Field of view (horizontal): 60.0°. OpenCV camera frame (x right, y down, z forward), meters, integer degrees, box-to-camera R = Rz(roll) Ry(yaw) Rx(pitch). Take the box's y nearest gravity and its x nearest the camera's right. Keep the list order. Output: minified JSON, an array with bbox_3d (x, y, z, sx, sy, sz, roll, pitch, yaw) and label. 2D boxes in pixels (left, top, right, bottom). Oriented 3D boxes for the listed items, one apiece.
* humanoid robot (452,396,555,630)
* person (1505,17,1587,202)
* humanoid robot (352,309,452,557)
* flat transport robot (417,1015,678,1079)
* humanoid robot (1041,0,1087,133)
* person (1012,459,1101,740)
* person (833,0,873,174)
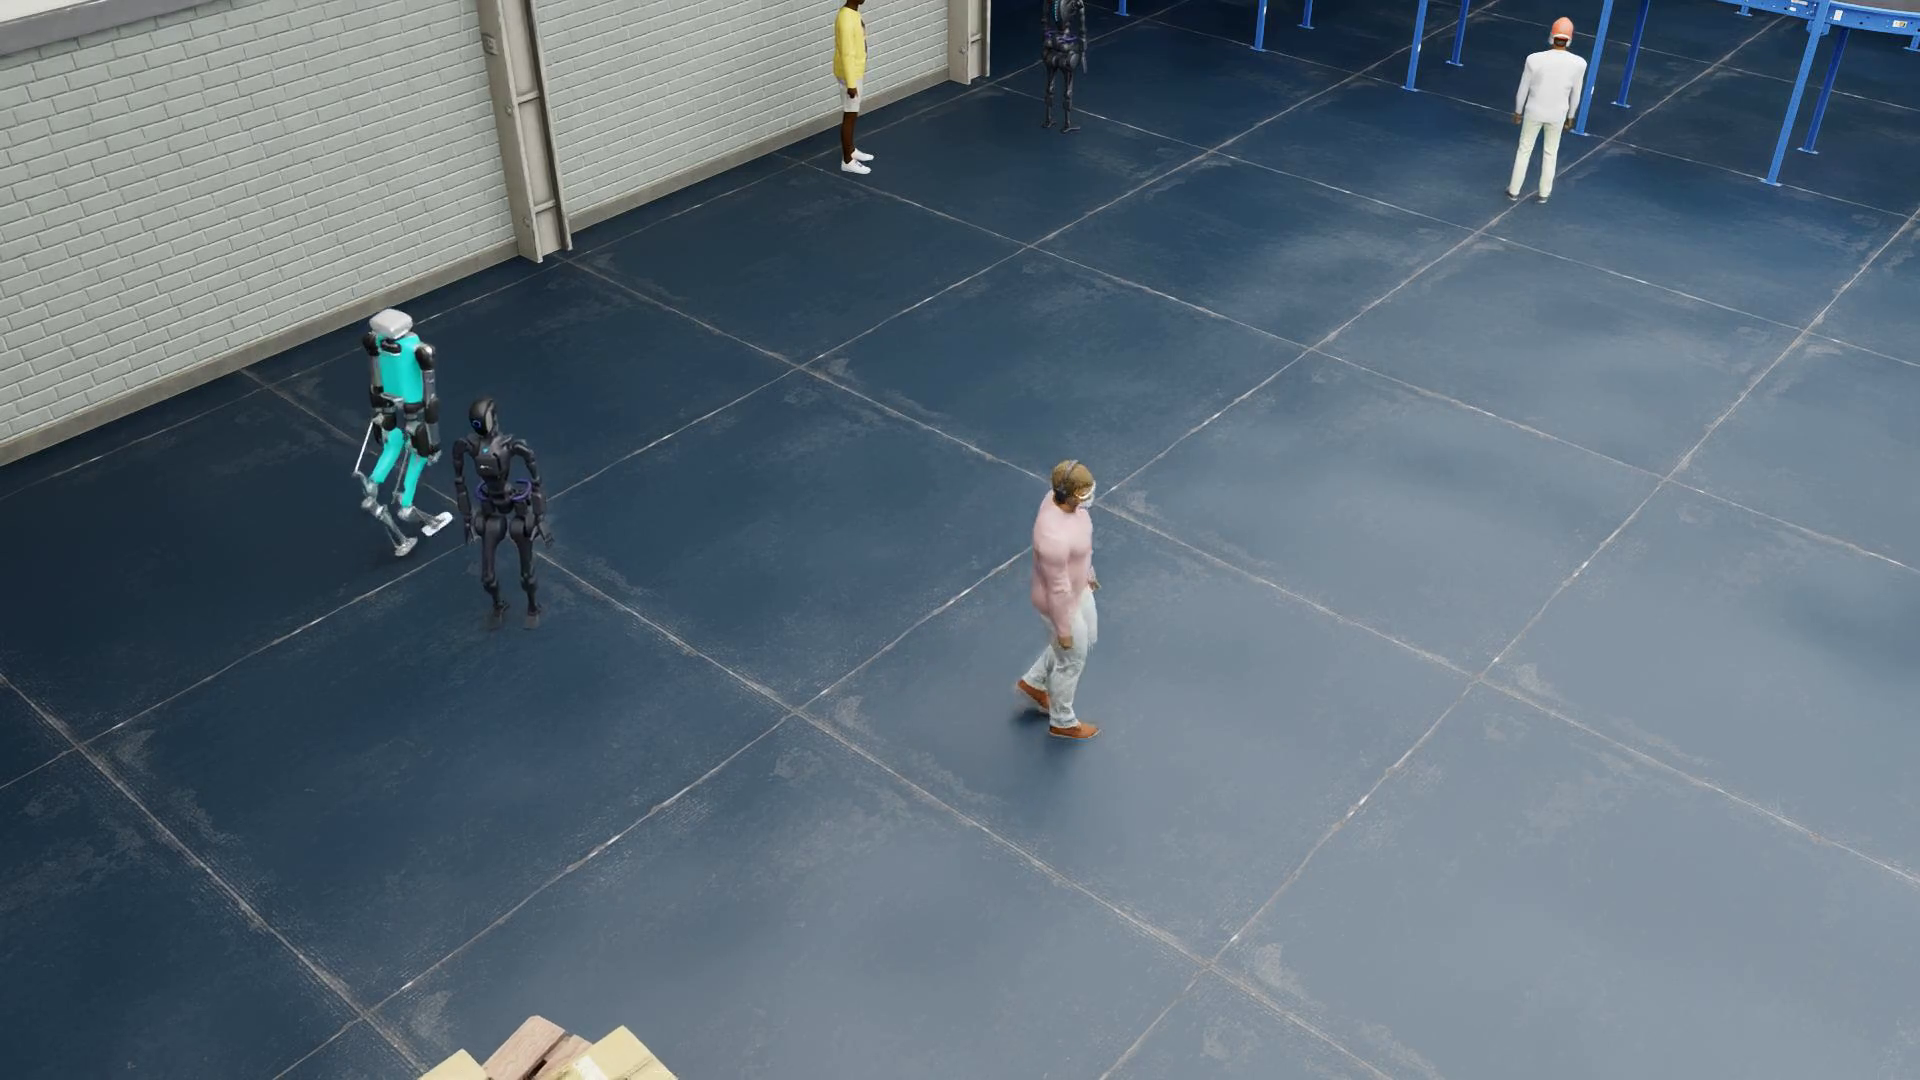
[{"bbox_3d":[-2.831,-0.151,10.383,0.589,1.657,0.332,2,36,3],"label":"humanoid robot"},{"bbox_3d":[5.594,-4.107,15.890,0.576,1.739,0.382,7,36,10],"label":"person"},{"bbox_3d":[-3.756,-0.591,10.976,0.530,1.773,0.866,14,38,19],"label":"humanoid robot"},{"bbox_3d":[-1.833,2.909,7.303,1.431,0.231,0.659,19,40,25],"label":"flat transport robot"},{"bbox_3d":[1.061,-5.111,17.340,0.599,1.655,0.315,27,43,32],"label":"humanoid robot"},{"bbox_3d":[0.573,0.337,9.511,0.563,1.918,0.657,7,36,10],"label":"person"},{"bbox_3d":[-1.063,-4.595,16.436,0.363,1.898,0.549,2,36,3],"label":"person"}]
